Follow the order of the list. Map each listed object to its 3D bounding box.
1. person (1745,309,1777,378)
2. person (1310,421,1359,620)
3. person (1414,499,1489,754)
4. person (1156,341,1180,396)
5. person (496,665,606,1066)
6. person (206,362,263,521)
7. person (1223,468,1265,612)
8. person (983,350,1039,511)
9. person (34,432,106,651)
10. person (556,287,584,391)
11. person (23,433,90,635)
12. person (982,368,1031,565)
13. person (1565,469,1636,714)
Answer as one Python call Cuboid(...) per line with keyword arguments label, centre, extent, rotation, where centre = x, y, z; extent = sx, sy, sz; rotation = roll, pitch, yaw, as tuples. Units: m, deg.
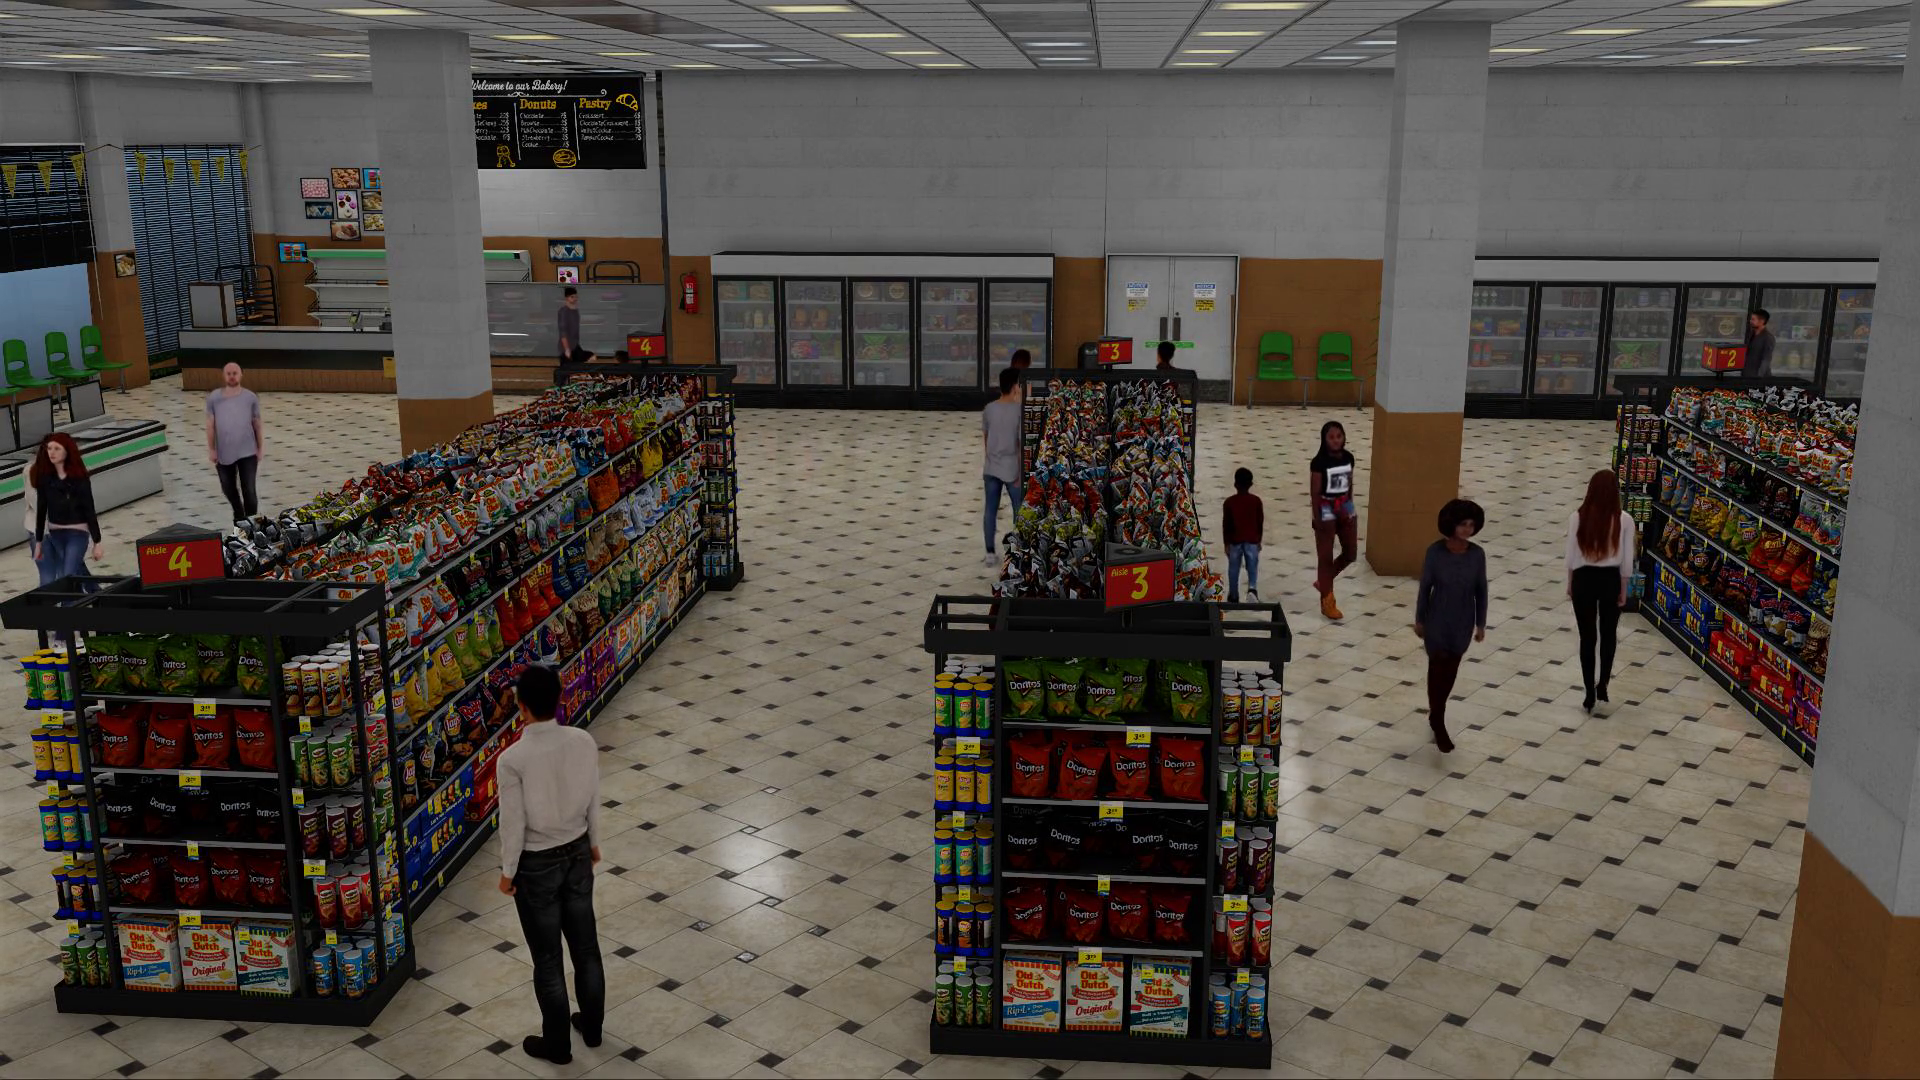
Cuboid(label="person", centre=(10.457, -2.065, 21.651), extent=(0.843, 1.842, 0.985), rotation=(0, 14, -1))
Cuboid(label="person", centre=(3.100, -0.181, 14.166), extent=(0.810, 1.708, 0.880), rotation=(-8, 16, -29))
Cuboid(label="person", centre=(3.283, 0.559, 11.203), extent=(0.618, 1.667, 1.087), rotation=(1, 14, 3))
Cuboid(label="person", centre=(2.374, -1.330, 18.890), extent=(1.110, 1.715, 1.245), rotation=(-9, 16, -34))
Cuboid(label="person", centre=(-1.787, 1.425, 7.326), extent=(0.715, 1.811, 0.791), rotation=(-13, 19, -42))
Cuboid(label="person", centre=(-7.349, -0.893, 16.892), extent=(0.947, 1.806, 1.294), rotation=(-4, 14, -15))
Cuboid(label="person", centre=(2.464, 0.007, 14.378), extent=(0.515, 1.242, 0.706), rotation=(0, 14, 2))
Cuboid(label="person", centre=(0.538, -1.144, 18.087), extent=(1.056, 1.732, 1.188), rotation=(-6, 15, -23))
Cuboid(label="person", centre=(-7.010, 0.033, 13.227), extent=(0.640, 1.735, 1.279), rotation=(2, 14, 8))
Cuboid(label="person", centre=(-5.993, -2.929, 25.273), extent=(0.864, 1.813, 0.807), rotation=(3, 14, 12))
Cuboid(label="person", centre=(-7.451, -0.017, 13.636), extent=(0.807, 1.638, 1.086), rotation=(-4, 14, -16))
Cuboid(label="person", centre=(0.381, -0.674, 15.899), extent=(0.875, 1.850, 1.128), rotation=(5, 14, 19))
Cuboid(label="person", centre=(4.481, 0.391, 11.723), extent=(0.649, 1.747, 0.635), rotation=(5, 14, 18))
